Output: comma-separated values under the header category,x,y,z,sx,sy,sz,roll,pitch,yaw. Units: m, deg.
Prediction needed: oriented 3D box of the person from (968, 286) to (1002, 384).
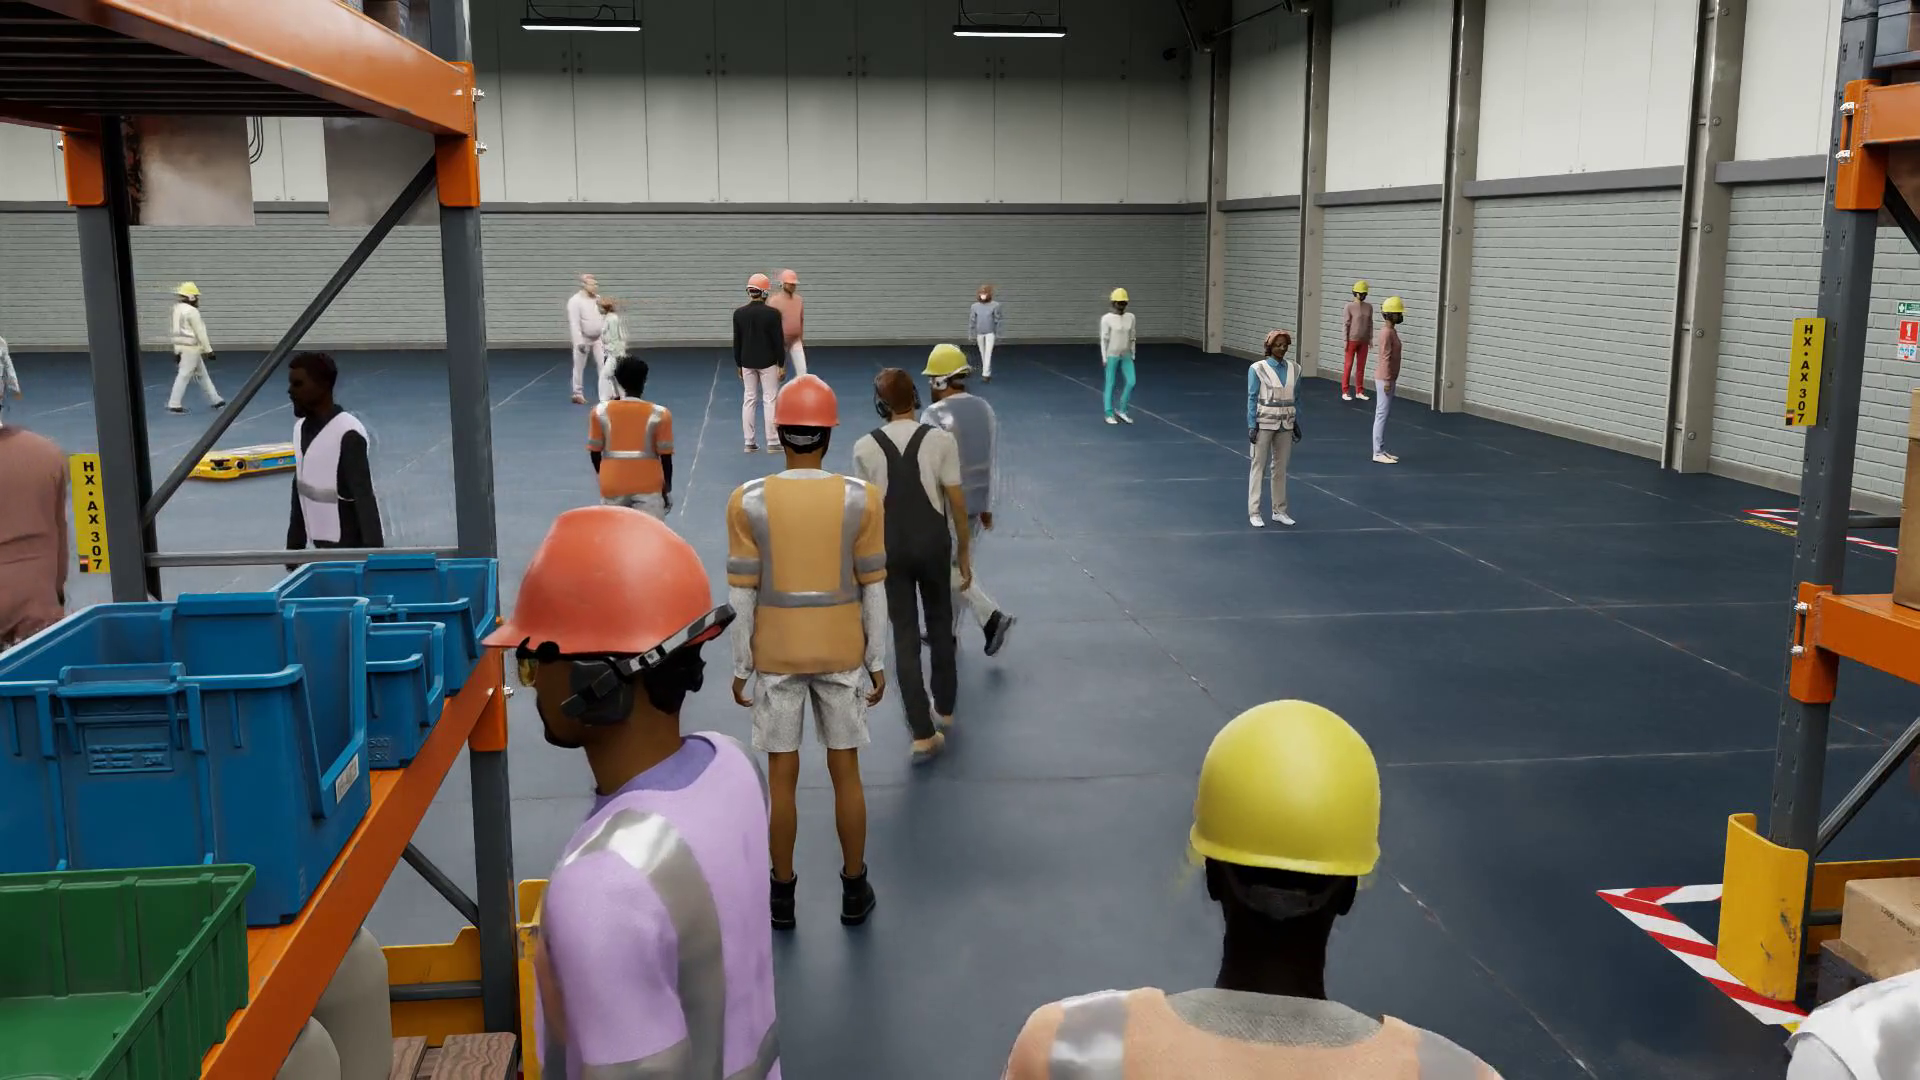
category,x,y,z,sx,sy,sz,roll,pitch,yaw
person,0.386,-3.344,27.202,0.527,1.589,0.845,4,11,19

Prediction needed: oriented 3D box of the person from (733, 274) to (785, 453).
category,x,y,z,sx,sy,sz,roll,pitch,yaw
person,-2.224,-1.959,18.535,0.612,1.995,0.376,4,11,19

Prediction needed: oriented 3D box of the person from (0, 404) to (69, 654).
category,x,y,z,sx,sy,sz,roll,pitch,yaw
person,-3.953,0.221,6.934,0.872,1.875,0.639,6,12,29

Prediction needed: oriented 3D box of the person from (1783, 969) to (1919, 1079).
category,x,y,z,sx,sy,sz,roll,pitch,yaw
person,1.237,1.124,2.016,0.593,1.860,0.829,-1,10,-8

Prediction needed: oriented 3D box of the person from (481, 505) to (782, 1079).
category,x,y,z,sx,sy,sz,roll,pitch,yaw
person,-0.450,0.963,2.388,0.397,2.043,0.609,1,10,7

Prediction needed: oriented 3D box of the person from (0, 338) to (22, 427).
category,x,y,z,sx,sy,sz,roll,pitch,yaw
person,-9.946,-1.552,17.107,0.890,1.687,0.506,4,11,21

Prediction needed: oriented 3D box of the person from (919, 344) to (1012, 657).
category,x,y,z,sx,sy,sz,roll,pitch,yaw
person,0.021,-0.211,9.490,0.722,1.808,0.601,8,13,38

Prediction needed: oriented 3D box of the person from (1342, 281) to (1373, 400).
category,x,y,z,sx,sy,sz,roll,pitch,yaw
person,5.872,-2.933,24.529,0.520,1.761,0.335,-5,11,-25

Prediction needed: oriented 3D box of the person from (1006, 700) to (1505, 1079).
category,x,y,z,sx,sy,sz,roll,pitch,yaw
person,0.322,1.122,1.970,0.608,1.886,0.966,1,10,4

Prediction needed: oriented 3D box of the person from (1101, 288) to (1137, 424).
category,x,y,z,sx,sy,sz,roll,pitch,yaw
person,2.041,-2.344,21.318,0.546,1.748,0.516,-5,11,-26

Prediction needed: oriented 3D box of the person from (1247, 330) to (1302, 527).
category,x,y,z,sx,sy,sz,roll,pitch,yaw
person,2.614,-0.929,13.868,0.517,1.641,0.308,-4,11,-23

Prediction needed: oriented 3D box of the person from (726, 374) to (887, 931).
category,x,y,z,sx,sy,sz,roll,pitch,yaw
person,-0.530,0.393,5.803,0.550,1.935,0.376,-1,10,-6

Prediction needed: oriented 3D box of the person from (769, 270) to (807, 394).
category,x,y,z,sx,sy,sz,roll,pitch,yaw
person,-2.307,-2.706,22.758,0.659,1.938,1.018,-9,14,-42

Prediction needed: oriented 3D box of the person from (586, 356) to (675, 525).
category,x,y,z,sx,sy,sz,roll,pitch,yaw
person,-2.056,-0.315,10.443,0.549,1.652,0.582,-1,10,-3

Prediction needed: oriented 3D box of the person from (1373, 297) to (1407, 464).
category,x,y,z,sx,sy,sz,roll,pitch,yaw
person,4.587,-1.704,17.771,0.311,1.768,0.531,3,11,18

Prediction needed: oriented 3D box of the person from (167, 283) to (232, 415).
category,x,y,z,sx,sy,sz,roll,pitch,yaw
person,-10.441,-2.607,22.689,0.945,1.783,0.595,-9,13,-40

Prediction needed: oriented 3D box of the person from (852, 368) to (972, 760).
category,x,y,z,sx,sy,sz,roll,pitch,yaw
person,-0.214,0.087,7.883,0.571,1.787,0.859,0,10,3

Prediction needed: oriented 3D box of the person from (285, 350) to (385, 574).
category,x,y,z,sx,sy,sz,roll,pitch,yaw
person,-3.064,-0.005,8.192,1.017,1.870,0.615,-9,14,-41

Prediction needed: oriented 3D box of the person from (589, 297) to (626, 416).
category,x,y,z,sx,sy,sz,roll,pitch,yaw
person,-4.679,-2.414,22.068,0.706,1.605,0.542,-2,11,-13

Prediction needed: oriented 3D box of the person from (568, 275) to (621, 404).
category,x,y,z,sx,sy,sz,roll,pitch,yaw
person,-5.283,-2.854,23.850,0.973,1.866,0.662,9,14,42

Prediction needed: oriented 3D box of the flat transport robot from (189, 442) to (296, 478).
category,x,y,z,sx,sy,sz,roll,pitch,yaw
flat transport robot,-7.193,-0.833,17.091,0.652,0.197,1.431,6,12,30
